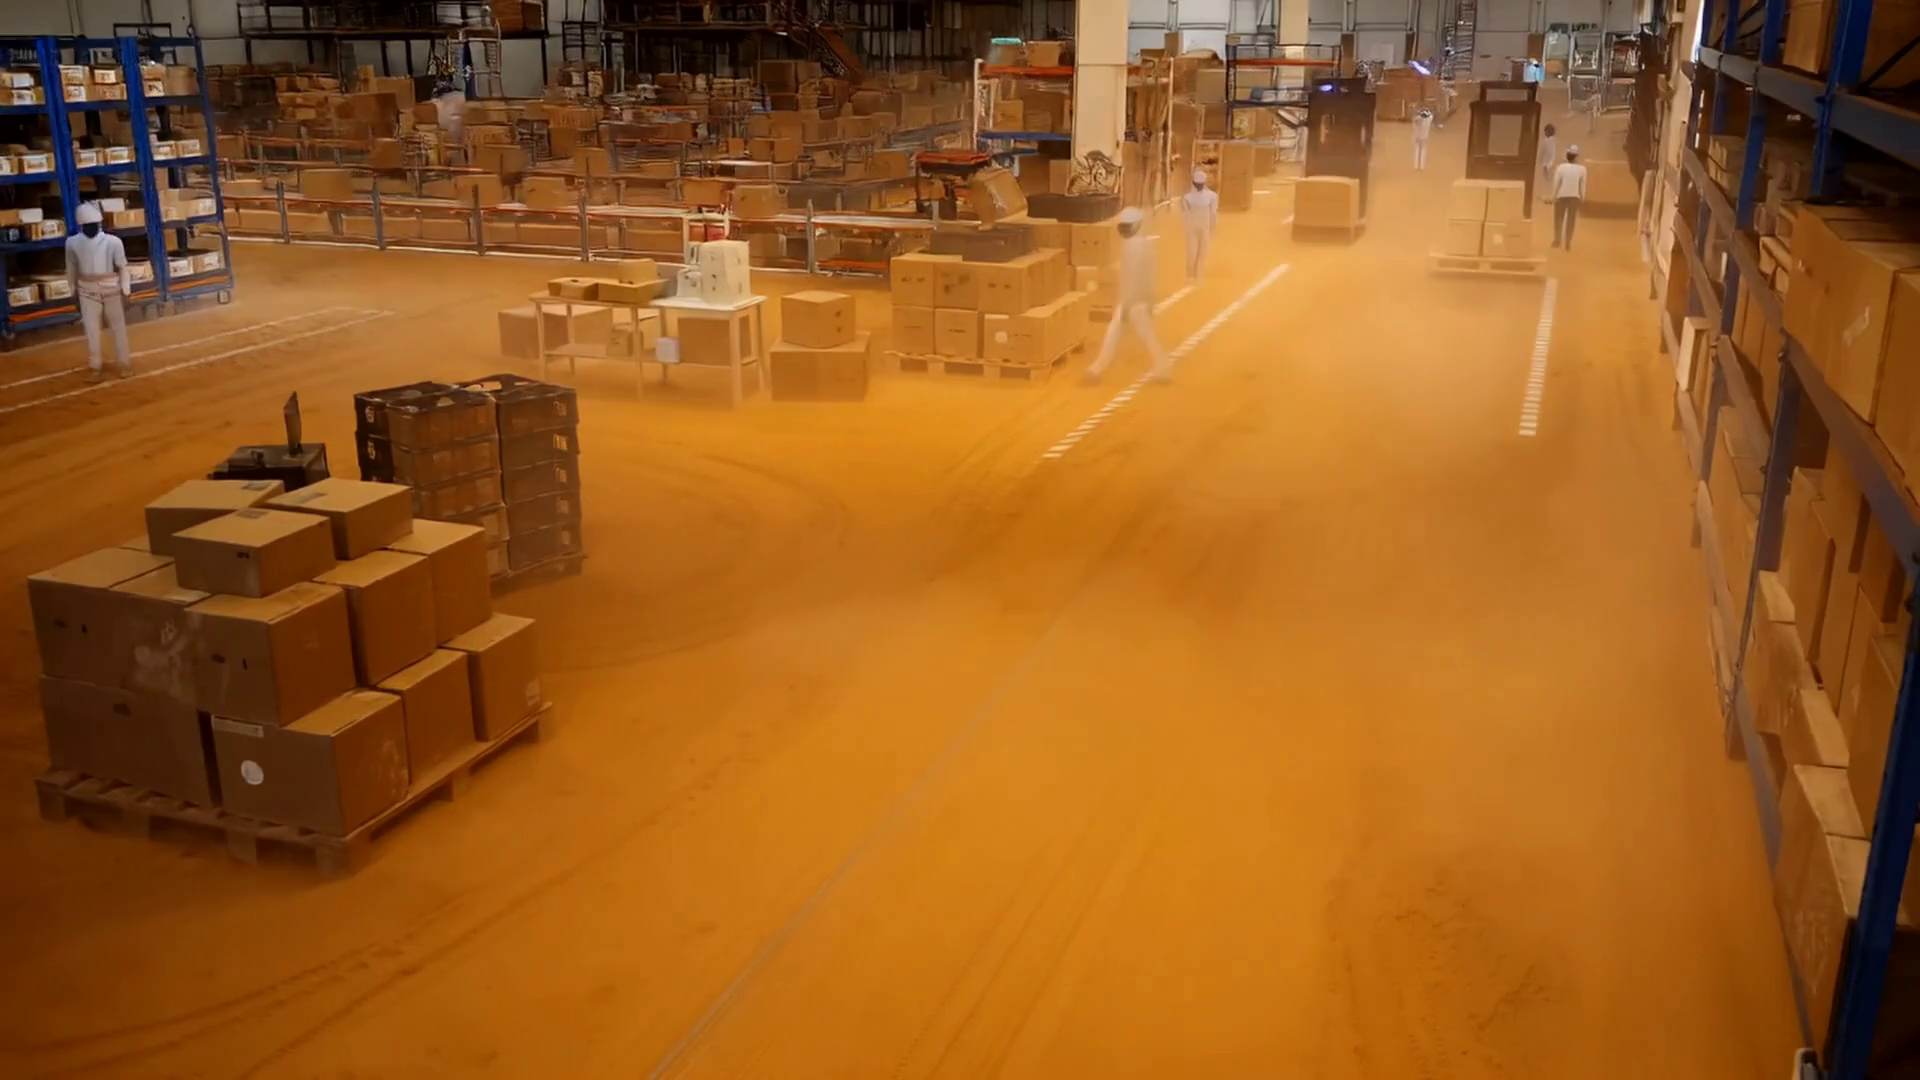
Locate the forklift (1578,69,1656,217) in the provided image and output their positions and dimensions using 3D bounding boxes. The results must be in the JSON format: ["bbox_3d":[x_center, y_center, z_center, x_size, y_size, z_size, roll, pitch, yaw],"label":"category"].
[{"bbox_3d":[13.219,-7.740,32.475,1.873,2.768,1.129,6,19,18],"label":"forklift"}]

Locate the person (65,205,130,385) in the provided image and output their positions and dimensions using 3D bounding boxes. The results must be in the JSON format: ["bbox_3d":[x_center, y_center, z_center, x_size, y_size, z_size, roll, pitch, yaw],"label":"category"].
[{"bbox_3d":[-9.325,-2.634,17.999,0.631,1.920,0.777,-4,18,-13],"label":"person"}]

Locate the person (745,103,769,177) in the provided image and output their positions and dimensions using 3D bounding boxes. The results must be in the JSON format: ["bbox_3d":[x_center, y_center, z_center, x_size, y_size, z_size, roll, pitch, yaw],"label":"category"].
[{"bbox_3d":[-4.855,-9.507,39.761,0.609,1.818,0.419,-16,23,-40],"label":"person"}]

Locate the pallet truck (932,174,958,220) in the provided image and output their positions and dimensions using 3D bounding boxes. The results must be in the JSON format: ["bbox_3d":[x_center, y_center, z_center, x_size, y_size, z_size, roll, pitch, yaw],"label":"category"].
[{"bbox_3d":[-0.507,-5.292,27.348,0.653,1.274,1.630,6,19,19],"label":"pallet truck"}]

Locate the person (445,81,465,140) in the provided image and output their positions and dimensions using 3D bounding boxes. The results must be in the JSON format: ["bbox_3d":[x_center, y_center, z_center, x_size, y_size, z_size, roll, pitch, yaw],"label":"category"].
[{"bbox_3d":[-15.568,-13.179,51.231,0.857,1.874,0.650,13,22,35],"label":"person"}]

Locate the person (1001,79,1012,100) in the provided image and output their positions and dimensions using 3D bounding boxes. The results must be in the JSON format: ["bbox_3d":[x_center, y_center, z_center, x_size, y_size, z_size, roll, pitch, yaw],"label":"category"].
[{"bbox_3d":[1.809,-17.334,64.201,0.610,1.903,0.617,15,23,38],"label":"person"}]

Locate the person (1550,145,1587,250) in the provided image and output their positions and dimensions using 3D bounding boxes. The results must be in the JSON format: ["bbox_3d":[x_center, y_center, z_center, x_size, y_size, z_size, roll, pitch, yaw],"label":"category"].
[{"bbox_3d":[10.353,-5.832,28.331,0.538,1.747,0.655,3,18,10],"label":"person"}]

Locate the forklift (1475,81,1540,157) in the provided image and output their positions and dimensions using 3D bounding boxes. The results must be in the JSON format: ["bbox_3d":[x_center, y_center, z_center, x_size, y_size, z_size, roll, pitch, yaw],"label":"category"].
[{"bbox_3d":[8.975,-6.176,27.560,1.129,2.768,1.873,6,19,19],"label":"forklift"}]

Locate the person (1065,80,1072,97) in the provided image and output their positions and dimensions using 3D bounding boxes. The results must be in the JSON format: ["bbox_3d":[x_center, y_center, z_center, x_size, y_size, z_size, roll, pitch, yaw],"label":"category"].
[{"bbox_3d":[4.196,-17.371,64.393,0.506,1.860,0.538,10,20,28],"label":"person"}]

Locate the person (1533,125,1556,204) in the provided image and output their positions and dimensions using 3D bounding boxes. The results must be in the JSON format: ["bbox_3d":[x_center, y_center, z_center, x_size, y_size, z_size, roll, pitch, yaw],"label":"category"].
[{"bbox_3d":[12.327,-7.891,34.974,0.266,1.631,0.507,0,18,0],"label":"person"}]

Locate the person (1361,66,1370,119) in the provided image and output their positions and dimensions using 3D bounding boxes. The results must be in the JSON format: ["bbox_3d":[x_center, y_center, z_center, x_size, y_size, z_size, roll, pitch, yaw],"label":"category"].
[{"bbox_3d":[15.105,-16.715,62.160,0.367,1.963,0.609,-1,18,-4],"label":"person"}]

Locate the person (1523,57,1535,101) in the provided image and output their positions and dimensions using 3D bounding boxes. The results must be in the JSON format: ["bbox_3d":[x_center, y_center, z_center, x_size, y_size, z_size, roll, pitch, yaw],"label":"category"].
[{"bbox_3d":[25.590,-20.699,74.722,0.357,1.938,0.638,-8,19,-23],"label":"person"}]

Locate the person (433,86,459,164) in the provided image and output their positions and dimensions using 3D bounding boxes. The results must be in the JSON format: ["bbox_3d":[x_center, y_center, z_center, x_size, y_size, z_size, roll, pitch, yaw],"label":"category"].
[{"bbox_3d":[-13.689,-10.981,44.031,0.446,2.033,0.628,2,18,5],"label":"person"}]

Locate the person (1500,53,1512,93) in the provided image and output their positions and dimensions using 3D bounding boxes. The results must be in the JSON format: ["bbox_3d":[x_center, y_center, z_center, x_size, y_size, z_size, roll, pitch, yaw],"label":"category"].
[{"bbox_3d":[27.175,-23.272,82.824,0.587,1.928,0.362,-4,18,-13],"label":"person"}]

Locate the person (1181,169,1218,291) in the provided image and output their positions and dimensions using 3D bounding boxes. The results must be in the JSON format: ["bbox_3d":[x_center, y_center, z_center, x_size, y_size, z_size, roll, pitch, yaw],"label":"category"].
[{"bbox_3d":[3.460,-4.478,24.065,0.525,1.754,0.379,0,18,-1],"label":"person"}]

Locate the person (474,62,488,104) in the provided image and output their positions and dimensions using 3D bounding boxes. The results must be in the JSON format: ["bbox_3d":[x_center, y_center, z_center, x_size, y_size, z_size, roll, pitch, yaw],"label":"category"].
[{"bbox_3d":[-20.831,-19.769,72.037,0.966,1.798,0.531,12,21,32],"label":"person"}]

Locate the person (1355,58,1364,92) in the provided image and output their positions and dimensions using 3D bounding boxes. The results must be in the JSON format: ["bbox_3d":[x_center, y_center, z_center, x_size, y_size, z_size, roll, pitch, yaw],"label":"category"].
[{"bbox_3d":[18.437,-21.278,76.717,0.539,1.846,0.677,-8,19,-23],"label":"person"}]

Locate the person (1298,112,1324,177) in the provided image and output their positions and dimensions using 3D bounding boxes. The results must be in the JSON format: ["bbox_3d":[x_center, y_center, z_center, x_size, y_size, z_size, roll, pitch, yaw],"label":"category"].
[{"bbox_3d":[7.582,-8.318,35.843,0.570,1.919,0.649,8,19,23],"label":"person"}]

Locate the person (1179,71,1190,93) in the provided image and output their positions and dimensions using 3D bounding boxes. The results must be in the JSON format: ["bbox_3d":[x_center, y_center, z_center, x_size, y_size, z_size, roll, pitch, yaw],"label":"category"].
[{"bbox_3d":[7.703,-15.390,58.068,0.690,1.923,0.543,4,18,13],"label":"person"}]

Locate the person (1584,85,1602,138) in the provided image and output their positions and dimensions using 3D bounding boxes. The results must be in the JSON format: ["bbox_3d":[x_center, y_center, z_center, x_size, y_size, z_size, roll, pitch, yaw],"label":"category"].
[{"bbox_3d":[20.339,-13.737,53.337,0.310,1.636,0.523,-5,18,-15],"label":"person"}]

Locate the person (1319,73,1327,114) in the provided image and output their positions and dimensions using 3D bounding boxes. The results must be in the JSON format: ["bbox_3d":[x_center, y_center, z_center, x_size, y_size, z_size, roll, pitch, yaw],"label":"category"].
[{"bbox_3d":[12.082,-14.584,55.517,0.398,1.925,0.555,9,20,27],"label":"person"}]

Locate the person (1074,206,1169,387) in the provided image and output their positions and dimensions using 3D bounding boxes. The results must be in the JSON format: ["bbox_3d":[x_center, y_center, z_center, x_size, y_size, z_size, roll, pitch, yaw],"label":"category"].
[{"bbox_3d":[1.799,-2.580,17.799,1.042,1.940,0.614,-4,18,-13],"label":"person"}]

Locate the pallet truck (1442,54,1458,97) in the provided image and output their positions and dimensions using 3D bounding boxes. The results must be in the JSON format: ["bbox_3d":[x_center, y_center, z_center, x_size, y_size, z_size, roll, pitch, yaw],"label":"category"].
[{"bbox_3d":[22.765,-21.886,78.355,0.823,1.965,1.885,-4,18,-14],"label":"pallet truck"}]

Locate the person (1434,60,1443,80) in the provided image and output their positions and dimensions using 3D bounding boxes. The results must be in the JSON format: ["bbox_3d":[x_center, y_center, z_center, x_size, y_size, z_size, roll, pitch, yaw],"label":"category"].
[{"bbox_3d":[21.310,-20.471,74.188,0.966,1.841,0.565,-1,18,-2],"label":"person"}]

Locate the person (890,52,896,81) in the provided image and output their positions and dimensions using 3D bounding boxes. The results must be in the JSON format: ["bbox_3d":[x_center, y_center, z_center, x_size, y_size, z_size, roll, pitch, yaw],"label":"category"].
[{"bbox_3d":[-3.696,-25.763,90.950,0.298,1.745,0.484,-9,20,-27],"label":"person"}]

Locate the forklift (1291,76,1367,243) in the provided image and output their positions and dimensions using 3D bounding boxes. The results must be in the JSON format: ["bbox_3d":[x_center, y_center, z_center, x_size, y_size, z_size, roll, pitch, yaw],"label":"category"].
[{"bbox_3d":[6.598,-6.755,29.381,1.129,2.768,1.873,6,19,19],"label":"forklift"}]

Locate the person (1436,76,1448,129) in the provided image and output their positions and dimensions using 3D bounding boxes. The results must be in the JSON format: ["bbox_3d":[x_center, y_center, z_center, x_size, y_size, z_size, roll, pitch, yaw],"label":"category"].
[{"bbox_3d":[16.576,-15.025,57.172,0.323,1.769,0.523,8,19,24],"label":"person"}]

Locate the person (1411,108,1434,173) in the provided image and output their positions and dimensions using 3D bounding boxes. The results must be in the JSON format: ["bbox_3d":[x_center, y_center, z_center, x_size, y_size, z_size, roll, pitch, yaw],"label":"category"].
[{"bbox_3d":[11.622,-10.063,41.855,0.517,1.597,0.844,3,18,11],"label":"person"}]
